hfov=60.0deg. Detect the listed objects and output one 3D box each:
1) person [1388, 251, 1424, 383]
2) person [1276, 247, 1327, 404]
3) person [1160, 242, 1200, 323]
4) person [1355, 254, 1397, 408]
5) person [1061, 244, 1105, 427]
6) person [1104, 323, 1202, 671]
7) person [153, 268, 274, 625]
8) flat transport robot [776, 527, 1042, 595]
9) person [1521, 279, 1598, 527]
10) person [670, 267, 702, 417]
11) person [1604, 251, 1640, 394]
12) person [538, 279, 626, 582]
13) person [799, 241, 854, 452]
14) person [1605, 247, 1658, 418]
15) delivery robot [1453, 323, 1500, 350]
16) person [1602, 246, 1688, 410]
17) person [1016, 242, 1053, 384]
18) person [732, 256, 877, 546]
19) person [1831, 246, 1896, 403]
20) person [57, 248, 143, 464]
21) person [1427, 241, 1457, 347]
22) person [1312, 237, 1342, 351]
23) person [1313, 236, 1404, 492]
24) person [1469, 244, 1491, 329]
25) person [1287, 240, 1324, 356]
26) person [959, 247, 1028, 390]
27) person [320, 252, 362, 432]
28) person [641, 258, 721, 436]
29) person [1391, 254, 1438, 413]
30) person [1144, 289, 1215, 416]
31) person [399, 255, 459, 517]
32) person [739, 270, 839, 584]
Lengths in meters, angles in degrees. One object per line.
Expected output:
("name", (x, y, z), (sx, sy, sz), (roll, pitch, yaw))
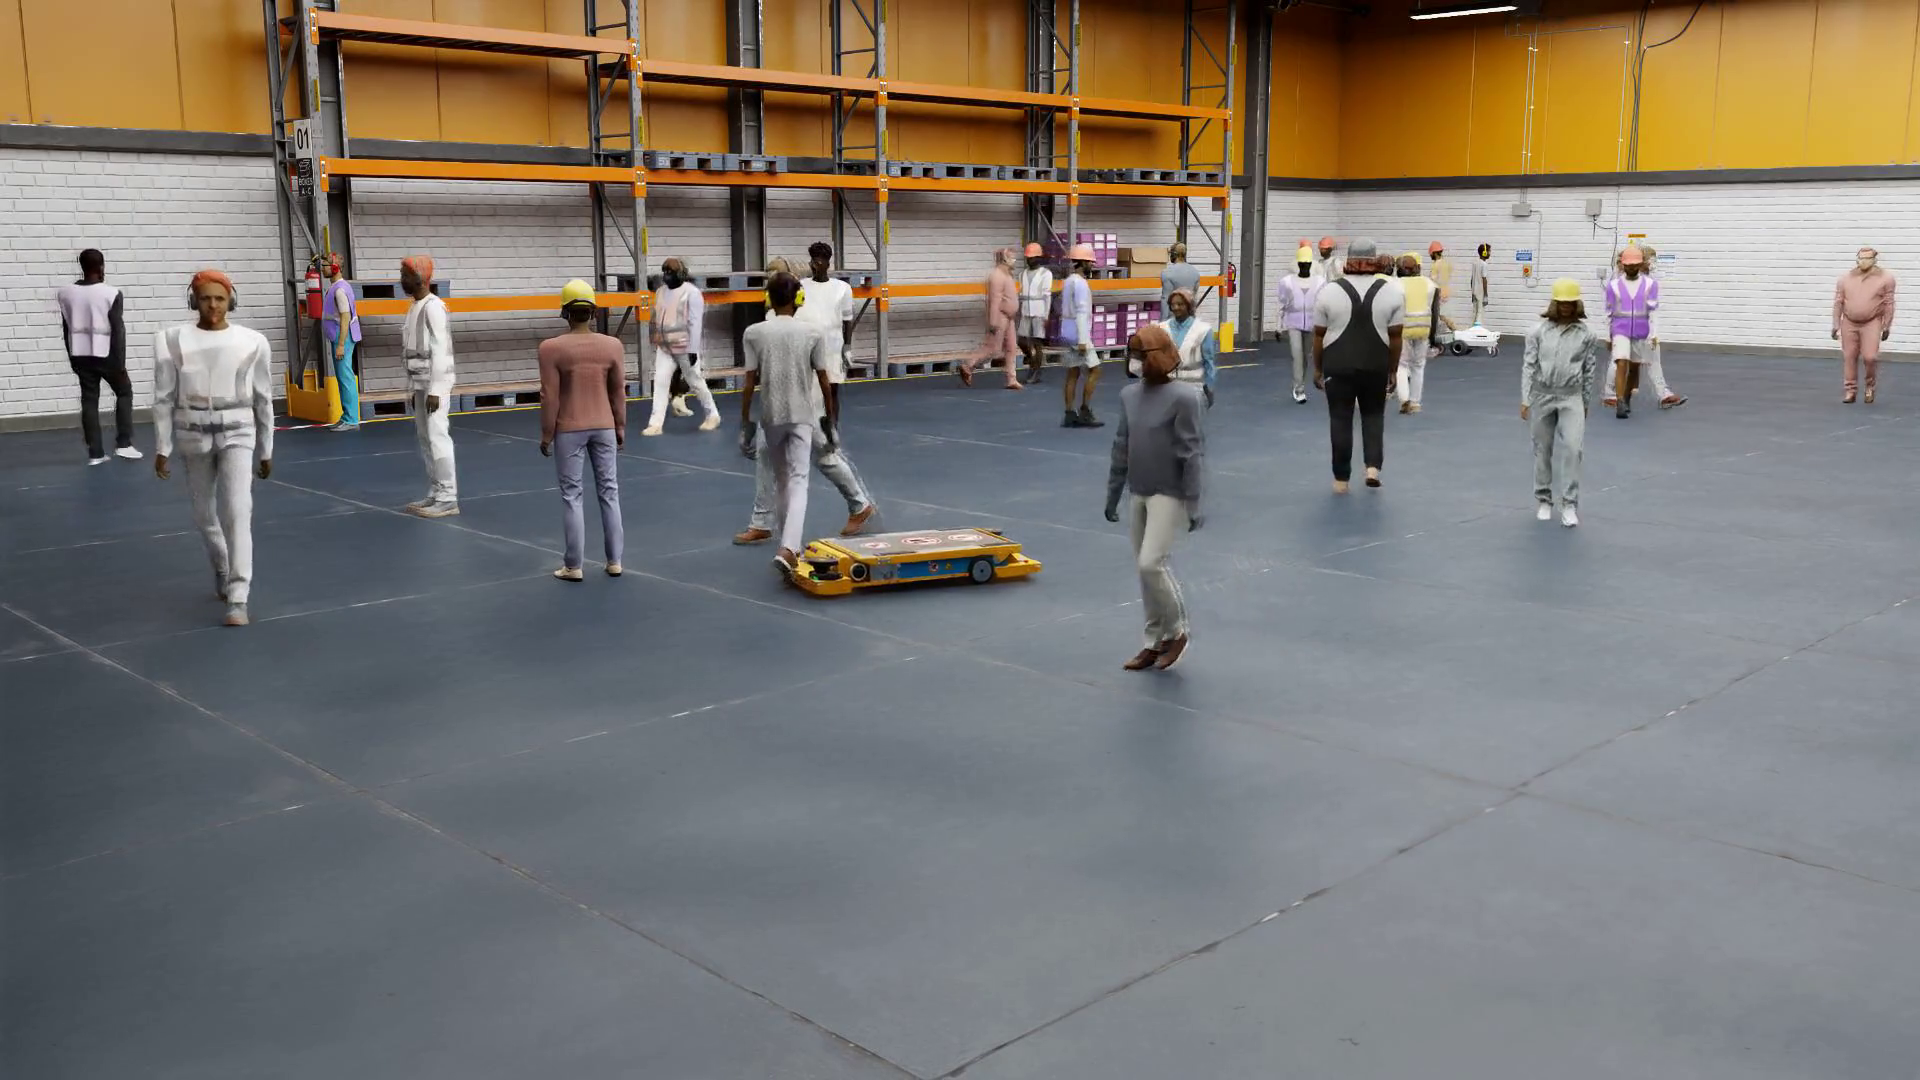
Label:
("person", (6.133, -3.066, 22.906), (0.594, 1.807, 0.702), (-7, 13, -35))
("person", (4.170, -2.608, 20.221), (0.601, 1.877, 1.020), (0, 10, 1))
("person", (2.772, -2.821, 21.204), (0.629, 1.940, 0.372), (-8, 13, -39))
("person", (5.007, -2.473, 19.722), (0.960, 1.787, 0.627), (-8, 13, -37))
("person", (1.334, -2.134, 17.486), (0.540, 1.923, 0.581), (-2, 11, -13))
("person", (0.878, -0.181, 7.661), (0.356, 1.619, 0.538), (-7, 12, -33))
("person", (-3.960, -0.517, 8.880), (0.583, 1.859, 0.884), (-3, 11, -16))
("flat transport robot", (-0.298, 0.107, 9.792), (1.431, 0.197, 0.652), (-5, 12, -26))
("person", (4.173, -0.948, 11.612), (0.493, 1.715, 0.787), (3, 11, 17))
("person", (-3.109, -2.201, 18.471), (0.355, 1.687, 0.553), (-9, 14, -40))
("person", (8.510, -2.779, 21.272), (0.359, 1.835, 0.504), (-2, 11, -13))
("person", (-2.217, -0.639, 9.776), (0.533, 1.768, 0.311), (-7, 13, -34))
("person", (-1.297, -1.792, 15.527), (0.607, 1.963, 0.374), (-1, 10, -8))
("person", (7.523, -2.340, 18.695), (0.550, 1.905, 0.939), (3, 11, 15))
("delivery robot", (8.658, -3.397, 27.868), (0.707, 0.478, 0.477), (6, 12, 30))
("person", (7.951, -2.438, 19.250), (0.637, 1.887, 0.998), (-8, 13, -39))
("person", (0.999, -3.078, 22.644), (0.554, 1.922, 0.405), (7, 13, 34))
("person", (-1.026, -0.922, 11.002), (1.010, 1.898, 0.647), (-8, 13, -38))
("person", (10.840, -2.578, 20.013), (0.641, 1.891, 0.450), (9, 13, 39))
("person", (-7.670, -1.636, 14.855), (0.600, 1.903, 0.624), (0, 10, -2))
("person", (8.572, -4.335, 29.522), (0.575, 1.918, 0.716), (-8, 13, -37))
("person", (6.428, -4.292, 29.129), (1.061, 1.989, 0.654), (-4, 11, -20))
("person", (3.114, -1.389, 13.119), (0.685, 2.000, 0.540), (1, 10, 7))
("person", (9.490, -4.460, 30.333), (0.309, 1.868, 0.534), (-2, 11, -8))
("person", (5.723, -4.001, 27.651), (0.634, 1.933, 1.046), (3, 11, 16))
("person", (0.445, -2.895, 21.817), (0.825, 1.878, 0.663), (3, 11, 18))
("person", (-6.395, -2.038, 17.198), (0.390, 1.842, 0.565), (-5, 12, -26))
("person", (-2.845, -1.981, 17.028), (0.646, 1.803, 0.953), (7, 12, 34))
("person", (5.095, -2.319, 18.827), (0.652, 1.820, 0.594), (-2, 11, -10))
("person", (1.705, -1.162, 13.095), (0.544, 1.595, 0.845), (5, 11, 24))
("person", (-3.835, -1.109, 12.048), (0.358, 1.879, 0.612), (-7, 12, -32))
("person", (-1.020, -0.677, 9.847), (0.558, 1.827, 0.945), (1, 10, 3))
